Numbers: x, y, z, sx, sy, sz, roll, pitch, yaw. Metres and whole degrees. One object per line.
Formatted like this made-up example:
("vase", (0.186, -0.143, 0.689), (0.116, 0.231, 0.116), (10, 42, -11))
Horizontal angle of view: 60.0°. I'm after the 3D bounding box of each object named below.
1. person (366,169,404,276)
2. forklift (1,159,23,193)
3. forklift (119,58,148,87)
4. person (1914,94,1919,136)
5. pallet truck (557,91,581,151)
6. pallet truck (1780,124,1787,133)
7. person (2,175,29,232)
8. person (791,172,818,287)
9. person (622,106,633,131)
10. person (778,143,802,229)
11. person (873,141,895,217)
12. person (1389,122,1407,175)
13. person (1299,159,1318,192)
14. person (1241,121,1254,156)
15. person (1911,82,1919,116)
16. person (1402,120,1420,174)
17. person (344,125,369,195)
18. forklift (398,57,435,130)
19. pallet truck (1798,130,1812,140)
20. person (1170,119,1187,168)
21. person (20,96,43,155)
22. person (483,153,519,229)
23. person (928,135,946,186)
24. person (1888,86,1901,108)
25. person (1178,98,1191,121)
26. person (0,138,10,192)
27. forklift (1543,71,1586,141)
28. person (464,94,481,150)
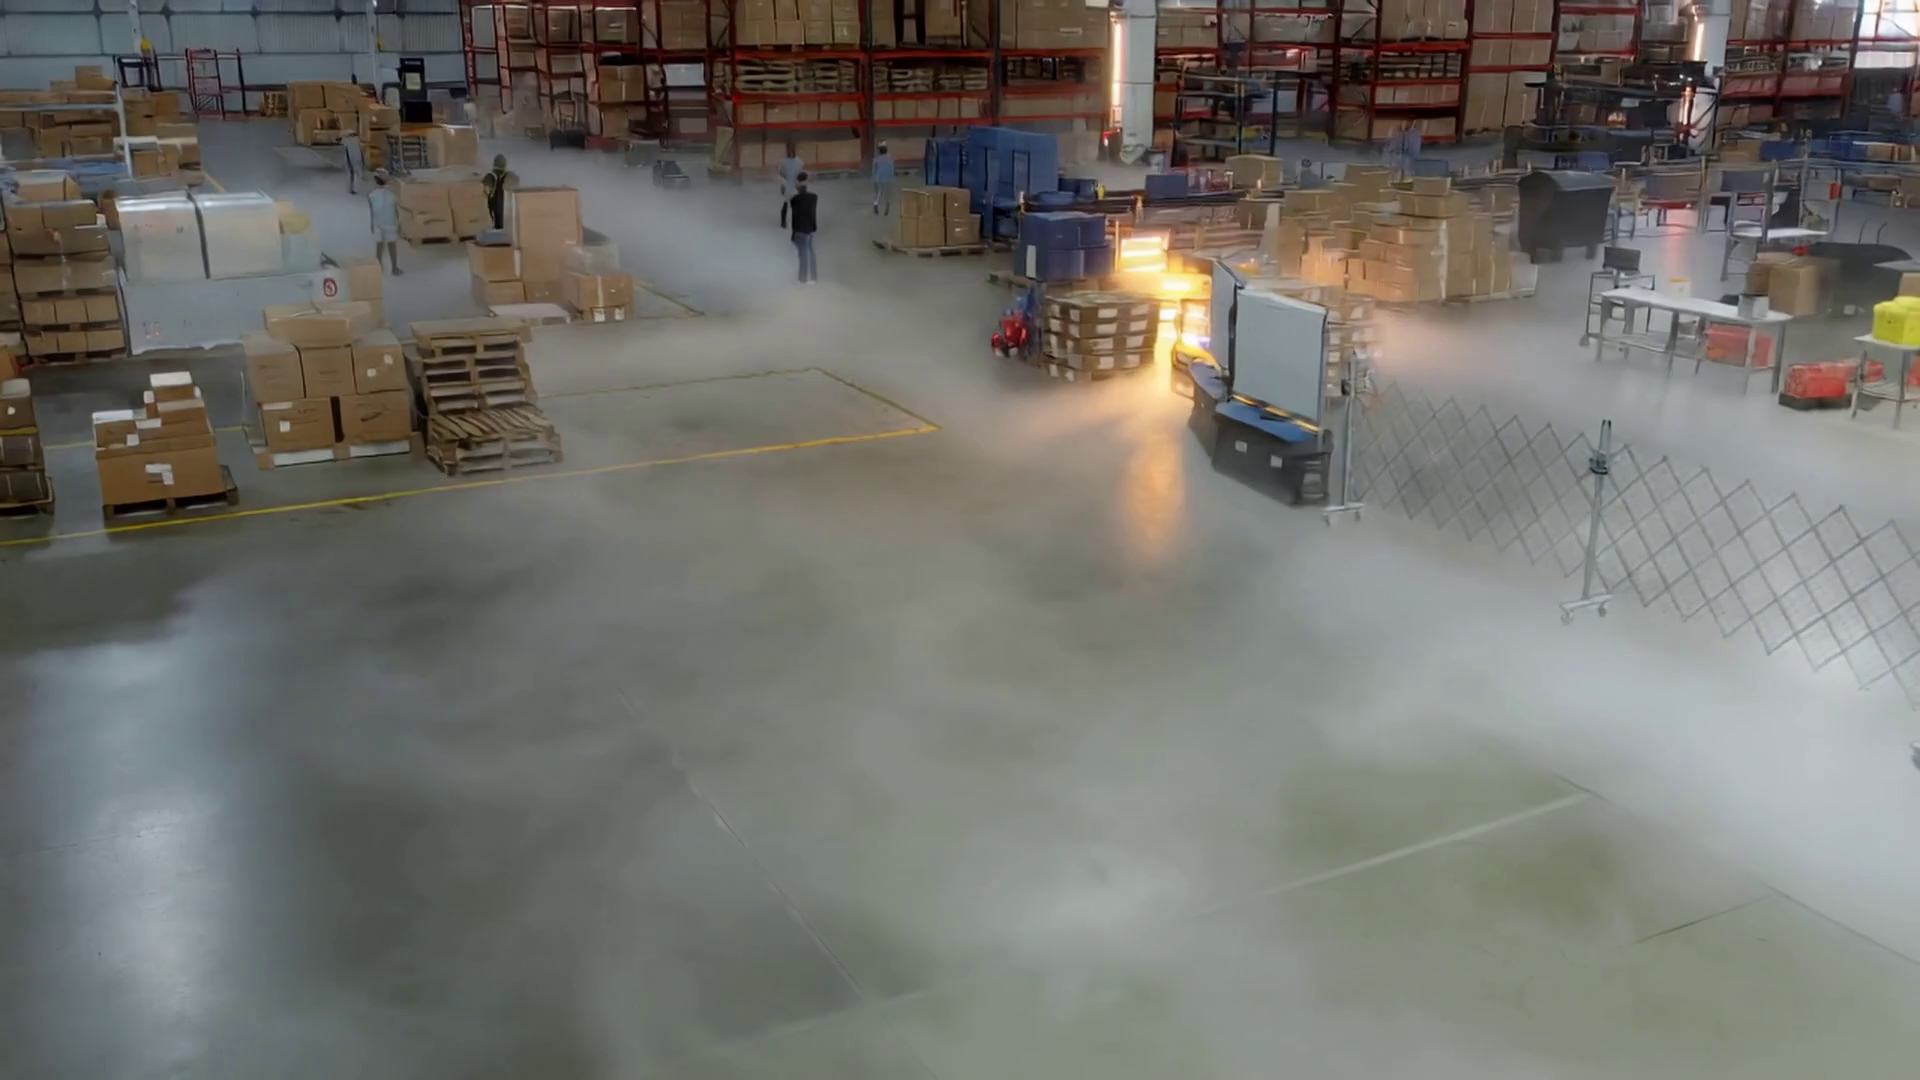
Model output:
("person", (-10.541, -5.809, 30.457), (0.548, 1.942, 0.348), (1, 18, 3))
("forklift", (-24.266, -9.621, 40.828), (1.873, 2.768, 1.129), (-9, 20, -26))
("forklift", (-32.353, -17.503, 65.400), (1.129, 2.768, 1.873), (-9, 20, -26))
("person", (36.979, -16.484, 63.730), (0.614, 1.943, 0.395), (0, 18, 0))
("pallet truck", (-13.495, -14.412, 57.188), (0.823, 1.965, 1.885), (-3, 18, -9))
("pallet truck", (25.206, -12.542, 52.601), (1.601, 1.201, 0.680), (0, 18, -2))
("person", (-17.016, -5.644, 30.064), (0.521, 1.869, 0.327), (-11, 21, -30))
("person", (-2.746, -5.455, 29.268), (0.380, 1.994, 0.611), (13, 22, 35))
("person", (-12.467, -15.827, 61.877), (0.551, 1.826, 0.631), (-8, 19, -23))
("person", (-3.733, -7.781, 36.659), (0.624, 1.914, 1.024), (-10, 20, -29))
("person", (-1.786, -8.474, 39.080), (0.531, 1.753, 0.395), (4, 18, 14))
("person", (12.702, -11.296, 48.143), (0.514, 1.596, 0.869), (-9, 20, -26))
("person", (7.351, -7.131, 34.963), (0.918, 1.730, 0.538), (-6, 19, -19))
("person", (8.061, -10.988, 47.043), (0.688, 1.676, 0.532), (-12, 22, -34))
("person", (39.558, -17.970, 68.445), (0.549, 1.890, 0.956), (-10, 20, -28))
("person", (11.994, -10.198, 44.201), (0.652, 1.904, 0.403), (-15, 23, -40))
("person", (-15.775, -9.918, 43.464), (0.982, 1.814, 0.559), (16, 23, 40))
("forklift", (-22.000, -18.030, 67.046), (1.129, 2.768, 1.873), (-9, 20, -26))
("pallet truck", (25.526, -11.556, 49.408), (1.630, 1.274, 0.653), (-9, 20, -26))
("person", (5.980, -10.586, 45.551), (0.440, 1.813, 0.611), (-11, 21, -31))
("person", (-30.910, -13.807, 55.429), (0.642, 1.927, 0.475), (-7, 19, -21))
("person", (-8.981, -6.593, 32.743), (0.709, 2.000, 0.535), (0, 18, 1))
("person", (-0.679, -9.351, 41.932), (0.828, 1.659, 0.554), (-16, 24, -41))
("person", (36.951, -17.081, 65.883), (0.326, 1.767, 0.533), (-4, 18, -12))
("person", (8.417, -15.832, 62.165), (0.551, 1.644, 0.861), (-7, 19, -22))
("person", (-23.259, -8.864, 40.100), (0.960, 1.880, 0.596), (-9, 20, -25))
("forklift", (18.685, -13.231, 52.085), (1.873, 2.768, 1.129), (-9, 20, -26))
("person", (-16.942, -14.381, 57.277), (0.903, 1.881, 0.616), (8, 19, 22))
